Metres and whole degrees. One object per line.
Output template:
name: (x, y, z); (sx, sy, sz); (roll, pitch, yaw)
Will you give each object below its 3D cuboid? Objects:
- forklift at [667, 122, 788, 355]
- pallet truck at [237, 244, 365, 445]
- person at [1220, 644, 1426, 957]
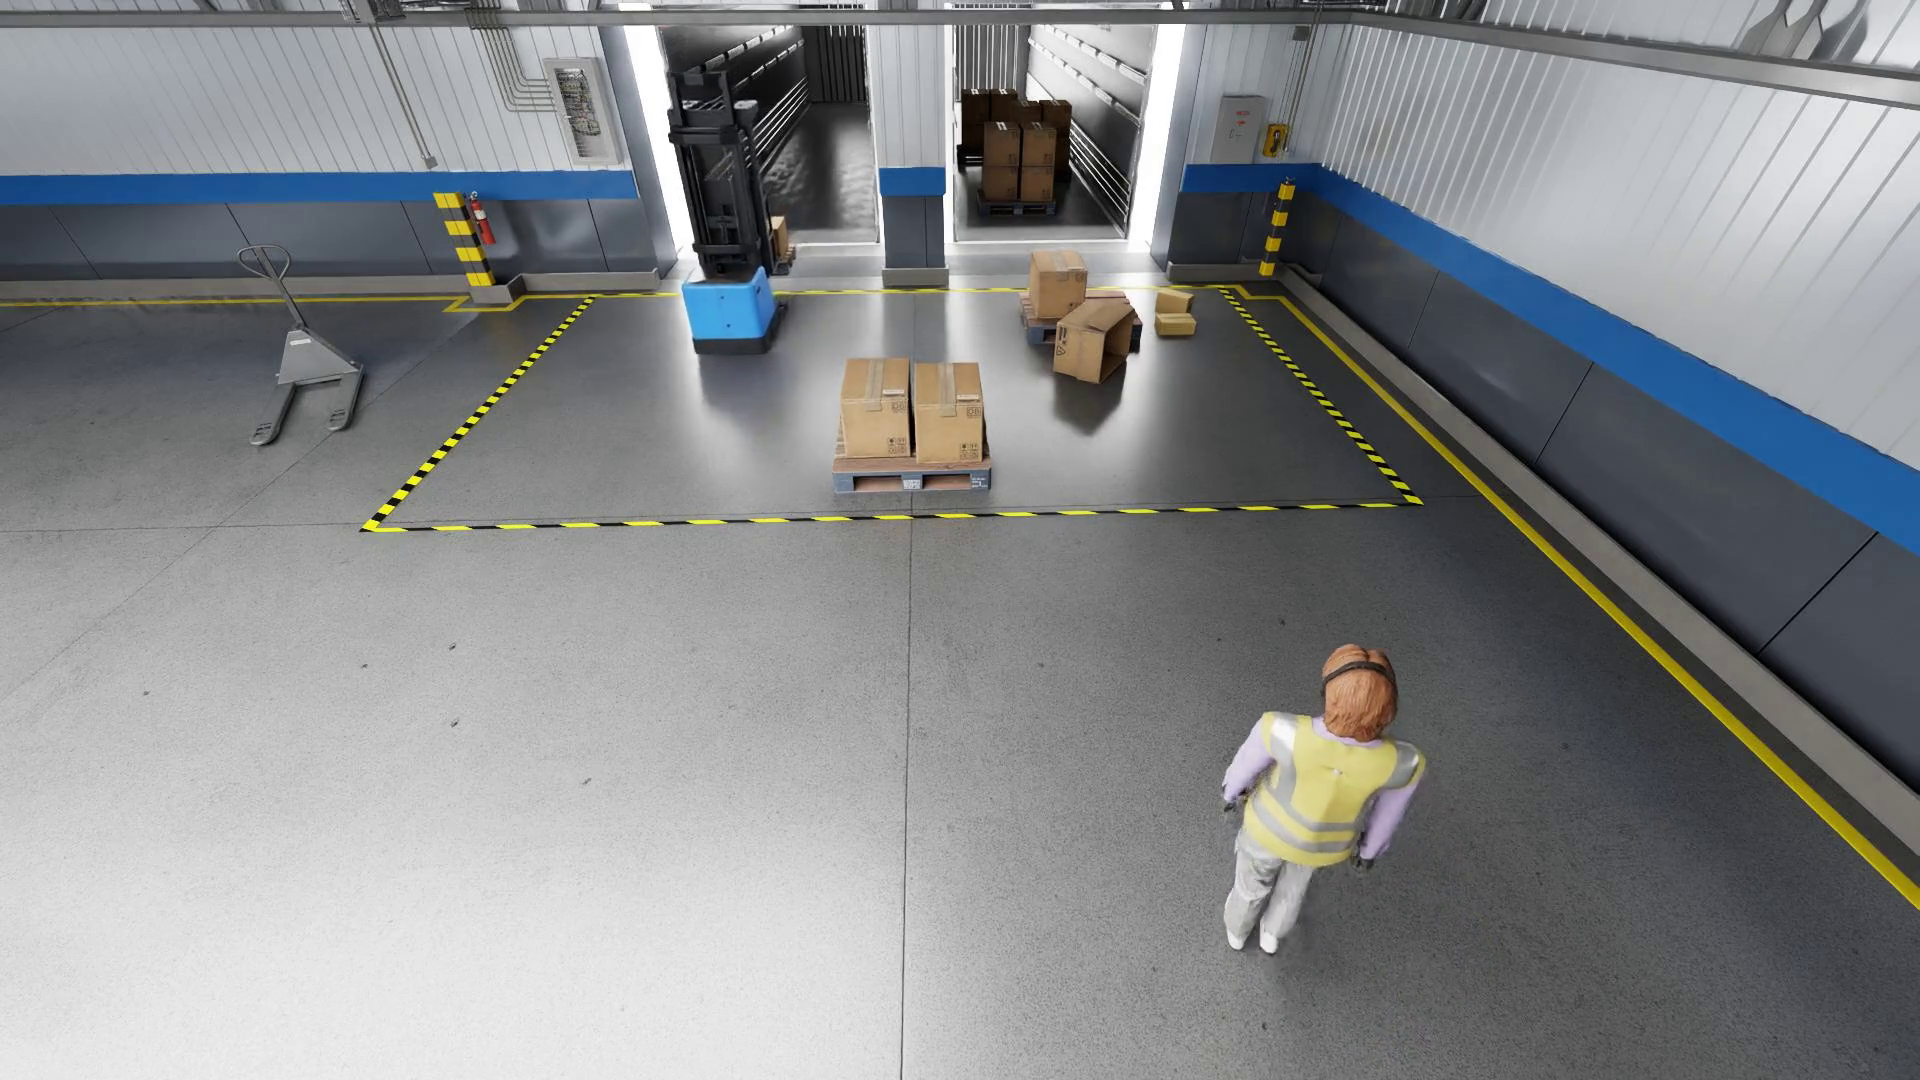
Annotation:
forklift: (-2.346, -2.908, 7.200); (0.716, 2.013, 0.776); (-1, 38, -1)
pallet truck: (-5.915, -1.733, 6.366); (0.680, 1.201, 1.601); (-18, 42, -21)
person: (1.192, 0.998, 2.602); (0.539, 1.624, 0.367); (11, 40, 14)
